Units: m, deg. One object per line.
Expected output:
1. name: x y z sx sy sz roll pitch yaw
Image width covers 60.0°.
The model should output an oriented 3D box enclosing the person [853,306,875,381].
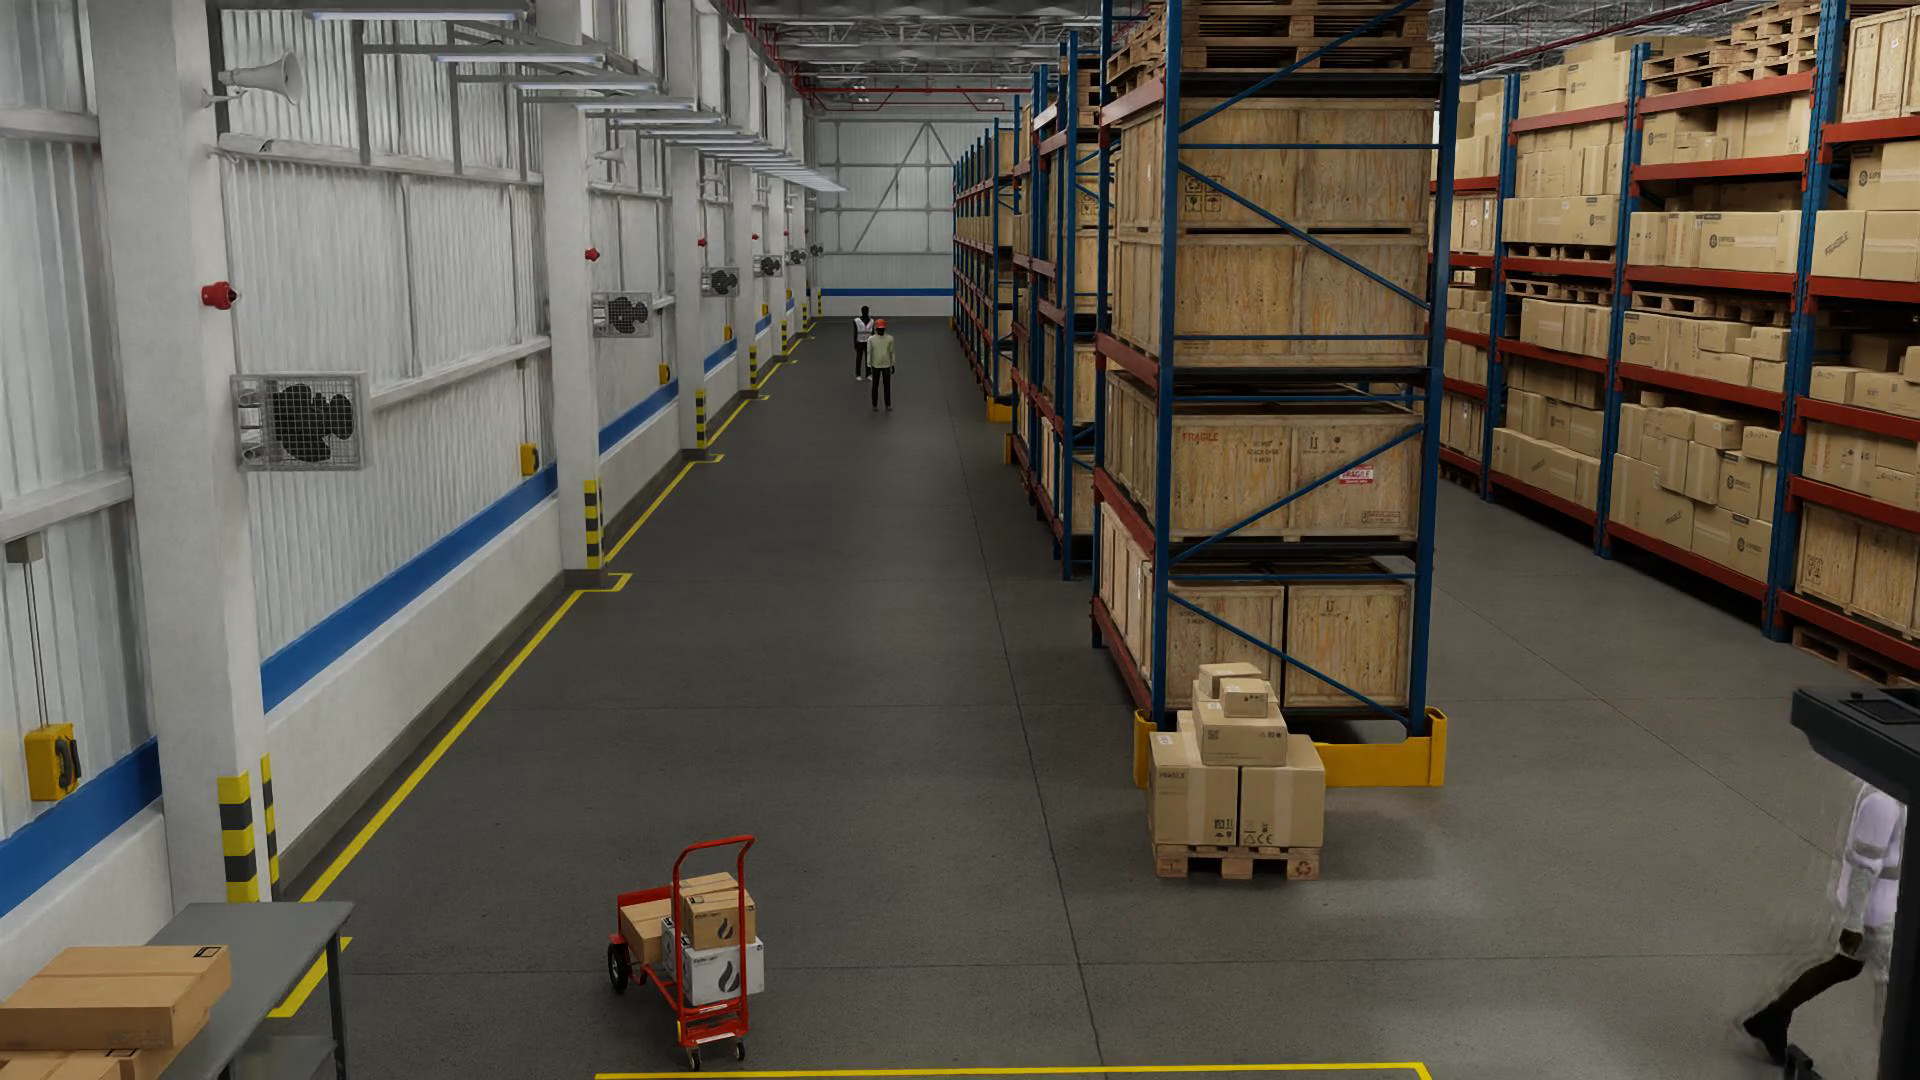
1. person: -2.455 -5.047 42.653 0.593 1.910 0.388 -6 12 -27

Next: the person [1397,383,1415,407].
1. person: 8.754 -3.075 32.626 0.860 1.806 0.592 1 11 3

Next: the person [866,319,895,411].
1. person: -1.697 -3.750 35.701 0.618 1.986 0.410 -3 11 -14

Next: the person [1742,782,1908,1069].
1. person: 4.216 1.663 7.773 0.932 1.903 0.555 7 13 33
